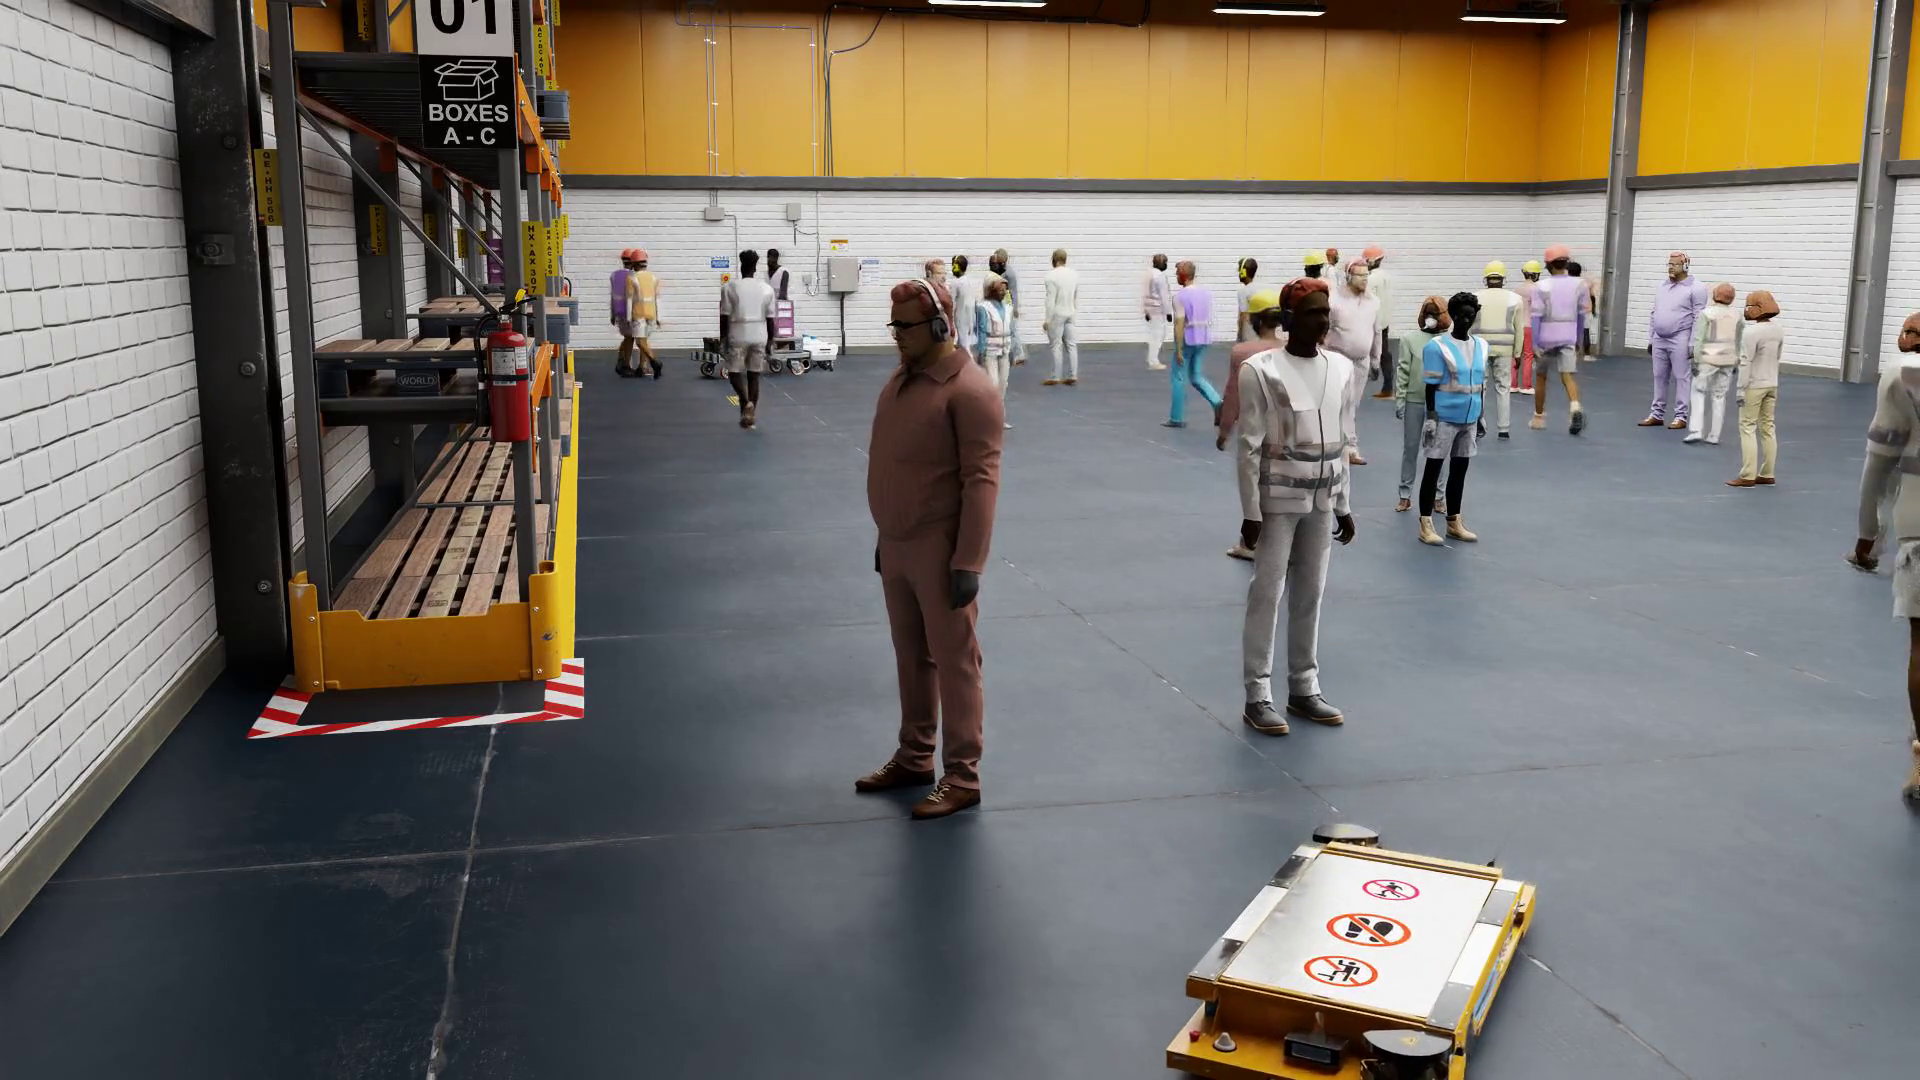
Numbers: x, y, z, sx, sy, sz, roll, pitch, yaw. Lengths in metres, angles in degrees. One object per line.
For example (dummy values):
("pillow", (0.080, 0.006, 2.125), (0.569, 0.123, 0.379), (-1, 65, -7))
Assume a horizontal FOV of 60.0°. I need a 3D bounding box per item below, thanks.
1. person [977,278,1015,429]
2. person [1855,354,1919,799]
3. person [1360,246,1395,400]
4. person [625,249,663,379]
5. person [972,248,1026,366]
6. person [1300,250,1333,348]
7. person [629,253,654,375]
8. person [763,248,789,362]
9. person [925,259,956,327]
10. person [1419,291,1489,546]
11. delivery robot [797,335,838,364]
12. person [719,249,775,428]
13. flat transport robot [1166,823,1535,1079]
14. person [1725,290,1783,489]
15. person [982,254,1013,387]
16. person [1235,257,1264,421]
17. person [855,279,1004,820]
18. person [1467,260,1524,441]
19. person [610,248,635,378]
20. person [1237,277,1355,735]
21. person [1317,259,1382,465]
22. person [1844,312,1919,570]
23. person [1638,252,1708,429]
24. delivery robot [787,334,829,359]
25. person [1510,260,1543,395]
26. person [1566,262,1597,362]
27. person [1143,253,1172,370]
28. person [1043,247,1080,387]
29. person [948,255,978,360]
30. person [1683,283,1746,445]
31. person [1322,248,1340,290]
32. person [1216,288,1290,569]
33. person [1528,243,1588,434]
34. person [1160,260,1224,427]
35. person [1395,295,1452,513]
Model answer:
("person", (0.366, -2.015, 17.994), (0.536, 1.624, 0.413), (-9, 14, -42))
("person", (3.697, -0.055, 6.181), (0.623, 1.990, 1.086), (4, 11, 21))
("person", (5.209, -2.784, 21.373), (0.946, 1.954, 0.623), (9, 14, 41))
("person", (-4.608, -3.303, 24.393), (0.556, 1.908, 0.855), (-10, 14, -43))
("person", (0.644, -3.740, 26.838), (0.990, 1.889, 0.639), (-3, 11, -14))
("person", (4.108, -2.444, 19.598), (0.611, 1.906, 0.624), (6, 12, 29))
("person", (-4.893, -3.422, 25.199), (0.378, 1.850, 0.565), (-8, 13, -38))
("person", (-3.071, -3.884, 27.625), (0.452, 1.894, 0.607), (-10, 14, -44))
("person", (-0.259, -1.787, 16.141), (0.660, 1.852, 1.010), (-8, 13, -36))
("person", (3.318, -0.815, 11.168), (0.533, 1.698, 0.322), (-5, 11, -24))
("delivery robot", (-2.261, -2.930, 25.798), (0.707, 0.478, 0.477), (-5, 11, -25))
("person", (-2.274, -2.147, 17.874), (0.630, 1.940, 0.535), (-4, 11, -23))
("flat transport robot", (1.107, 1.107, 4.479), (0.652, 0.197, 1.431), (5, 11, 26))
("person", (6.568, -1.235, 13.709), (0.505, 1.628, 0.276), (-6, 12, -30))
("person", (0.516, -3.044, 23.123), (0.430, 1.845, 0.619), (1, 10, 4))
("person", (3.298, -2.230, 18.616), (0.545, 1.846, 0.530), (9, 13, 40))
("person", (-0.129, 0.030, 5.930), (0.407, 1.903, 0.639), (-7, 12, -33))
("person", (5.411, -1.918, 16.921), (0.601, 1.827, 0.404), (3, 11, 15))
("person", (-4.913, -3.360, 24.655), (0.593, 1.913, 0.414), (6, 12, 32))
("person", (1.402, -0.139, 6.923), (0.575, 1.880, 0.355), (-6, 12, -28))
("person", (3.567, -1.666, 15.425), (0.655, 1.877, 0.891), (-5, 11, -24))
("person", (5.747, -0.567, 10.061), (0.511, 1.605, 0.752), (-1, 10, -6))
("person", (7.719, -2.156, 18.024), (0.407, 1.910, 0.638), (-6, 12, -28))
("delivery robot", (-2.443, -3.022, 26.308), (0.707, 0.478, 0.477), (-6, 12, -31))
("person", (7.509, -2.800, 21.984), (0.311, 1.768, 0.532), (-4, 11, -21))
("person", (10.392, -3.797, 27.788), (0.661, 1.670, 0.321), (-2, 10, -12))
("person", (3.125, -3.587, 26.172), (0.464, 1.827, 0.637), (-2, 10, -9))
("person", (1.405, -3.099, 23.160), (0.633, 1.938, 0.354), (-9, 13, -40))
("person", (-0.052, -2.750, 21.519), (0.840, 1.833, 0.521), (6, 12, 31))
("person", (7.571, -1.760, 16.632), (0.552, 1.608, 0.391), (-1, 10, -7))
("person", (6.566, -4.207, 29.465), (0.349, 1.879, 0.584), (0, 10, 0))
("person", (1.902, -0.683, 10.303), (0.521, 1.740, 0.782), (-6, 12, -31))
("person", (6.324, -2.119, 17.547), (0.618, 2.015, 0.907), (0, 10, 0))
("person", (2.534, -2.103, 17.970), (0.582, 1.822, 0.705), (-9, 14, -42))
("person", (3.509, -1.012, 12.441), (0.497, 1.633, 0.278), (3, 11, 15))
